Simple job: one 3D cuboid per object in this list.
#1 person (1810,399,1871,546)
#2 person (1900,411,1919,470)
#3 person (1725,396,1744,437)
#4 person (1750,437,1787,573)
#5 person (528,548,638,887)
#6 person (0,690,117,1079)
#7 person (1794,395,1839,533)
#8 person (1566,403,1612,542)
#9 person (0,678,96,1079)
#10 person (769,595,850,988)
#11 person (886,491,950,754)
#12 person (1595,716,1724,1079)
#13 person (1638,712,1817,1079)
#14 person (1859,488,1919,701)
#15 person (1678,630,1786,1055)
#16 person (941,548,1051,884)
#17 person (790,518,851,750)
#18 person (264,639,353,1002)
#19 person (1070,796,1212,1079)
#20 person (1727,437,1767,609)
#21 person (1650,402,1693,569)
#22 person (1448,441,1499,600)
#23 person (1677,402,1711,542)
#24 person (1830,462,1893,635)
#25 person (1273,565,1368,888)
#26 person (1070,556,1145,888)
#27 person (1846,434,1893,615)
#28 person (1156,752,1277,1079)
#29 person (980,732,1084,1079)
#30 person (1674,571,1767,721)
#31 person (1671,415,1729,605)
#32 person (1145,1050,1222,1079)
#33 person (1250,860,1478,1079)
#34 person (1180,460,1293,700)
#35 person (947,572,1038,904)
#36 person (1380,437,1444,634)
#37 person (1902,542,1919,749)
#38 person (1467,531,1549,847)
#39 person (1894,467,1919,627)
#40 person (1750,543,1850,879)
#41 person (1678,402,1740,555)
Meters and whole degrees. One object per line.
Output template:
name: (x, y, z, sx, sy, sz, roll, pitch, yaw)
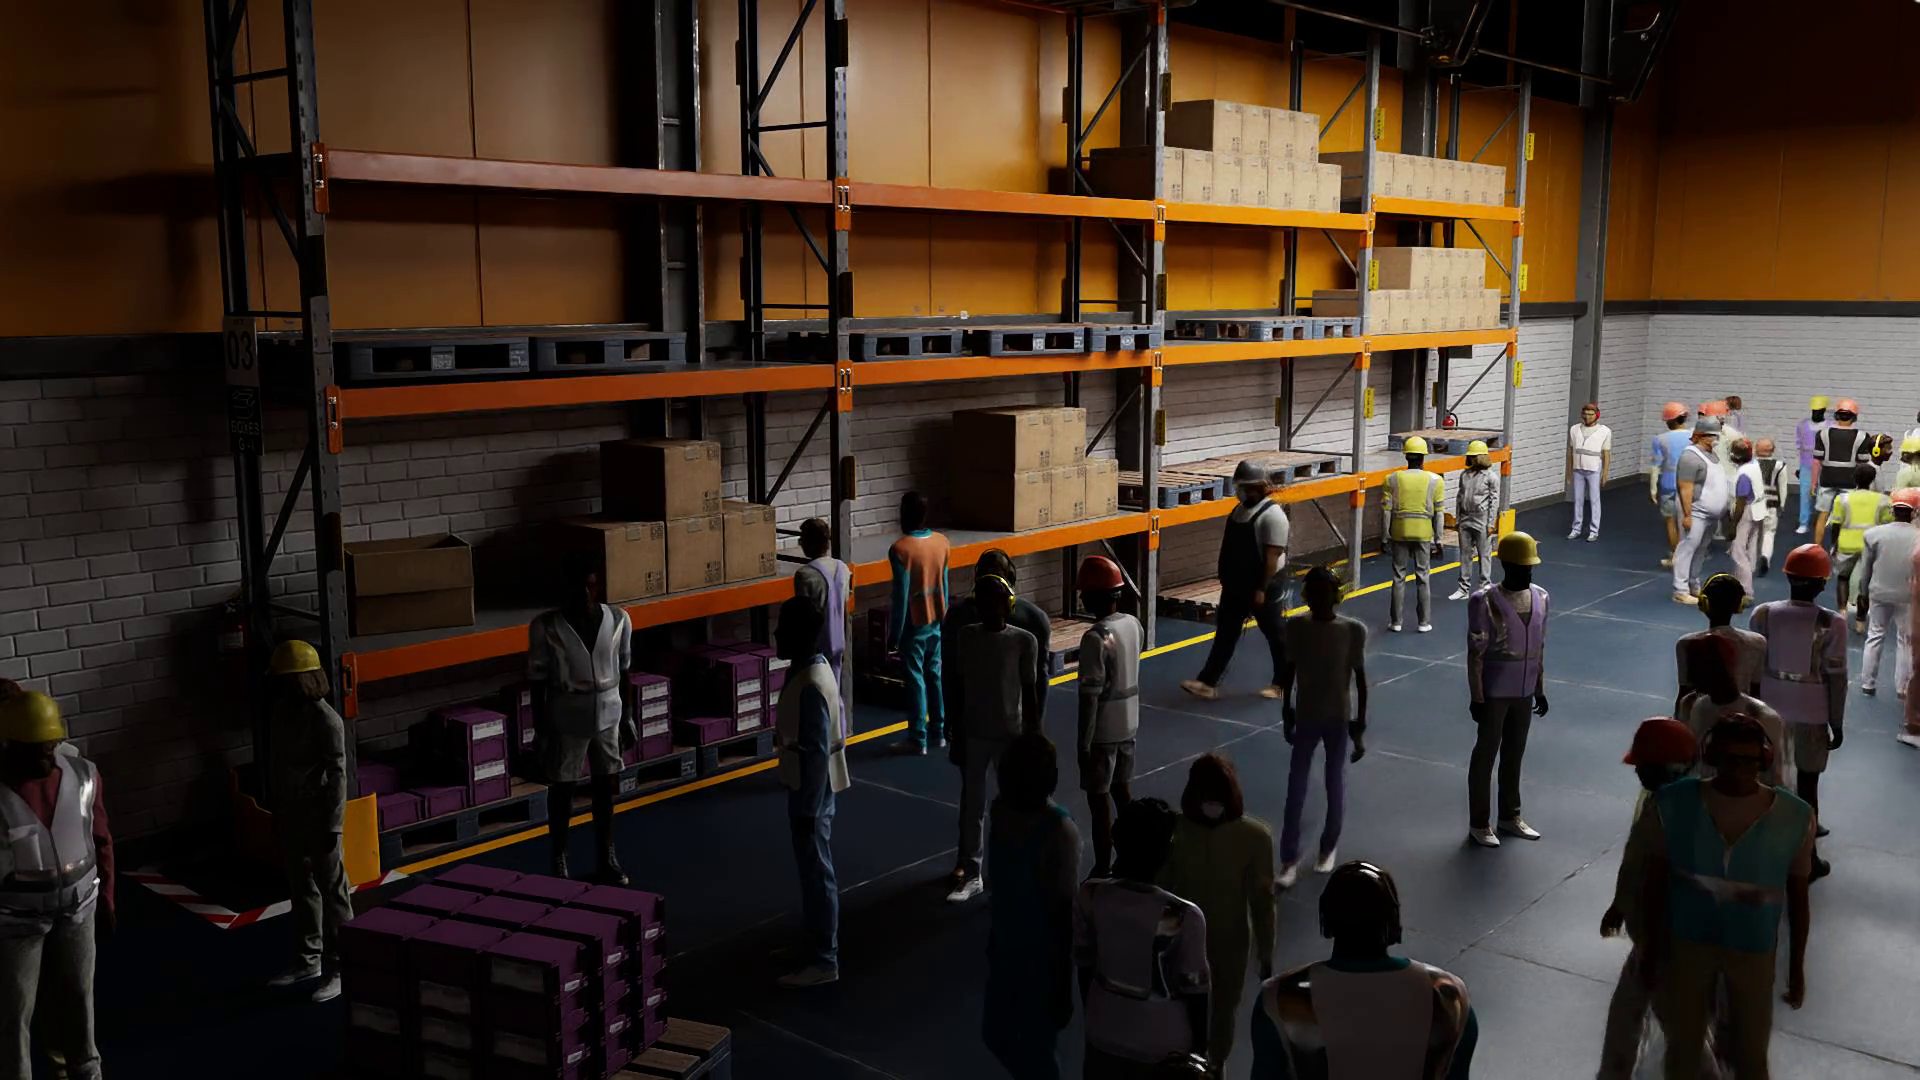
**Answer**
person: (10.606, -0.685, 20.053, 0.614, 2.029, 0.409, 5, 10, 32)
person: (12.160, -0.757, 20.992, 0.351, 1.880, 0.576, -7, 11, -36)
person: (12.282, -1.475, 26.422, 0.318, 1.630, 0.513, 6, 11, 33)
person: (9.395, -0.394, 19.500, 0.515, 1.621, 0.555, 5, 10, 31)
person: (-2.106, 1.005, 9.333, 0.614, 1.963, 0.362, -6, 10, -32)
person: (-3.683, 1.489, 6.671, 0.403, 1.825, 0.592, 7, 11, 38)
person: (11.743, -1.045, 22.759, 0.712, 1.904, 0.592, -8, 12, -43)
person: (8.326, -0.897, 22.027, 0.394, 1.836, 0.561, -8, 12, -42)
person: (-3.874, 1.454, 6.827, 0.568, 1.843, 0.374, -5, 10, -27)
person: (-0.740, 1.213, 8.140, 0.388, 1.921, 0.593, -2, 9, -11)
person: (-0.290, 0.600, 12.102, 0.371, 1.916, 0.597, 7, 11, 38)
person: (2.796, 1.539, 6.676, 0.759, 1.721, 0.578, 1, 9, 7)
person: (2.900, 1.537, 6.312, 0.582, 1.839, 0.388, 4, 10, 27)
person: (7.704, 0.443, 13.675, 0.566, 1.744, 0.350, 8, 12, 42)
person: (3.474, 1.324, 7.600, 0.473, 1.870, 0.797, -2, 9, -14)
person: (0.194, 1.004, 9.428, 0.627, 1.941, 0.371, 2, 9, 13)
person: (-0.958, 0.761, 11.349, 0.361, 1.834, 0.519, 7, 11, 37)
person: (-3.132, 1.330, 7.953, 0.484, 1.745, 0.298, 6, 10, 32)
person: (0.623, 1.706, 5.682, 0.534, 1.697, 0.318, 6, 11, 36)
person: (8.300, -0.190, 17.576, 0.390, 1.808, 0.672, 5, 10, 30)
person: (8.526, -0.621, 19.674, 0.727, 2.011, 0.632, 2, 9, 13)
person: (5.500, -0.194, 17.783, 0.297, 1.744, 0.487, -7, 11, -39)
person: (9.460, -0.812, 21.257, 0.567, 1.904, 0.521, 6, 11, 34)
person: (8.777, 0.085, 16.217, 0.543, 1.675, 0.396, 4, 10, 25)
person: (2.042, 1.060, 9.396, 0.523, 1.832, 0.882, 4, 9, 22)
person: (0.788, 1.043, 9.223, 0.384, 1.929, 0.543, 6, 11, 35)
person: (9.416, -0.167, 17.208, 0.310, 1.868, 0.532, 5, 10, 28)
person: (1.010, 1.598, 6.700, 0.510, 1.600, 0.827, 1, 9, 8)
person: (0.312, 1.560, 6.279, 0.566, 1.811, 0.615, -6, 11, -34)
person: (4.099, 1.095, 9.065, 0.507, 1.872, 0.329, -1, 9, -4)
person: (7.921, -0.335, 17.736, 0.536, 2.000, 0.687, 8, 12, 44)
person: (0.442, 1.972, 3.604, 0.570, 1.806, 0.850, 1, 9, 7)
person: (1.098, 1.795, 4.653, 0.624, 1.841, 0.430, 0, 9, -1)
person: (2.322, 0.319, 13.521, 1.011, 2.000, 0.698, -4, 10, -27)
person: (0.179, 1.094, 9.094, 0.519, 1.865, 0.328, 4, 10, 22)
person: (4.411, -0.047, 16.256, 0.593, 1.922, 0.378, 2, 9, 13)
person: (7.213, 0.631, 12.004, 0.664, 1.884, 0.679, -5, 10, -29)
person: (3.353, 0.898, 10.154, 0.588, 1.927, 0.369, -4, 10, -25)
person: (9.524, 0.040, 16.441, 0.533, 1.693, 0.319, 1, 9, 6)
person: (4.830, 0.983, 9.596, 0.378, 1.937, 0.553, -8, 12, -43)
person: (9.468, -0.752, 20.769, 1.066, 1.932, 0.636, -1, 9, -3)
